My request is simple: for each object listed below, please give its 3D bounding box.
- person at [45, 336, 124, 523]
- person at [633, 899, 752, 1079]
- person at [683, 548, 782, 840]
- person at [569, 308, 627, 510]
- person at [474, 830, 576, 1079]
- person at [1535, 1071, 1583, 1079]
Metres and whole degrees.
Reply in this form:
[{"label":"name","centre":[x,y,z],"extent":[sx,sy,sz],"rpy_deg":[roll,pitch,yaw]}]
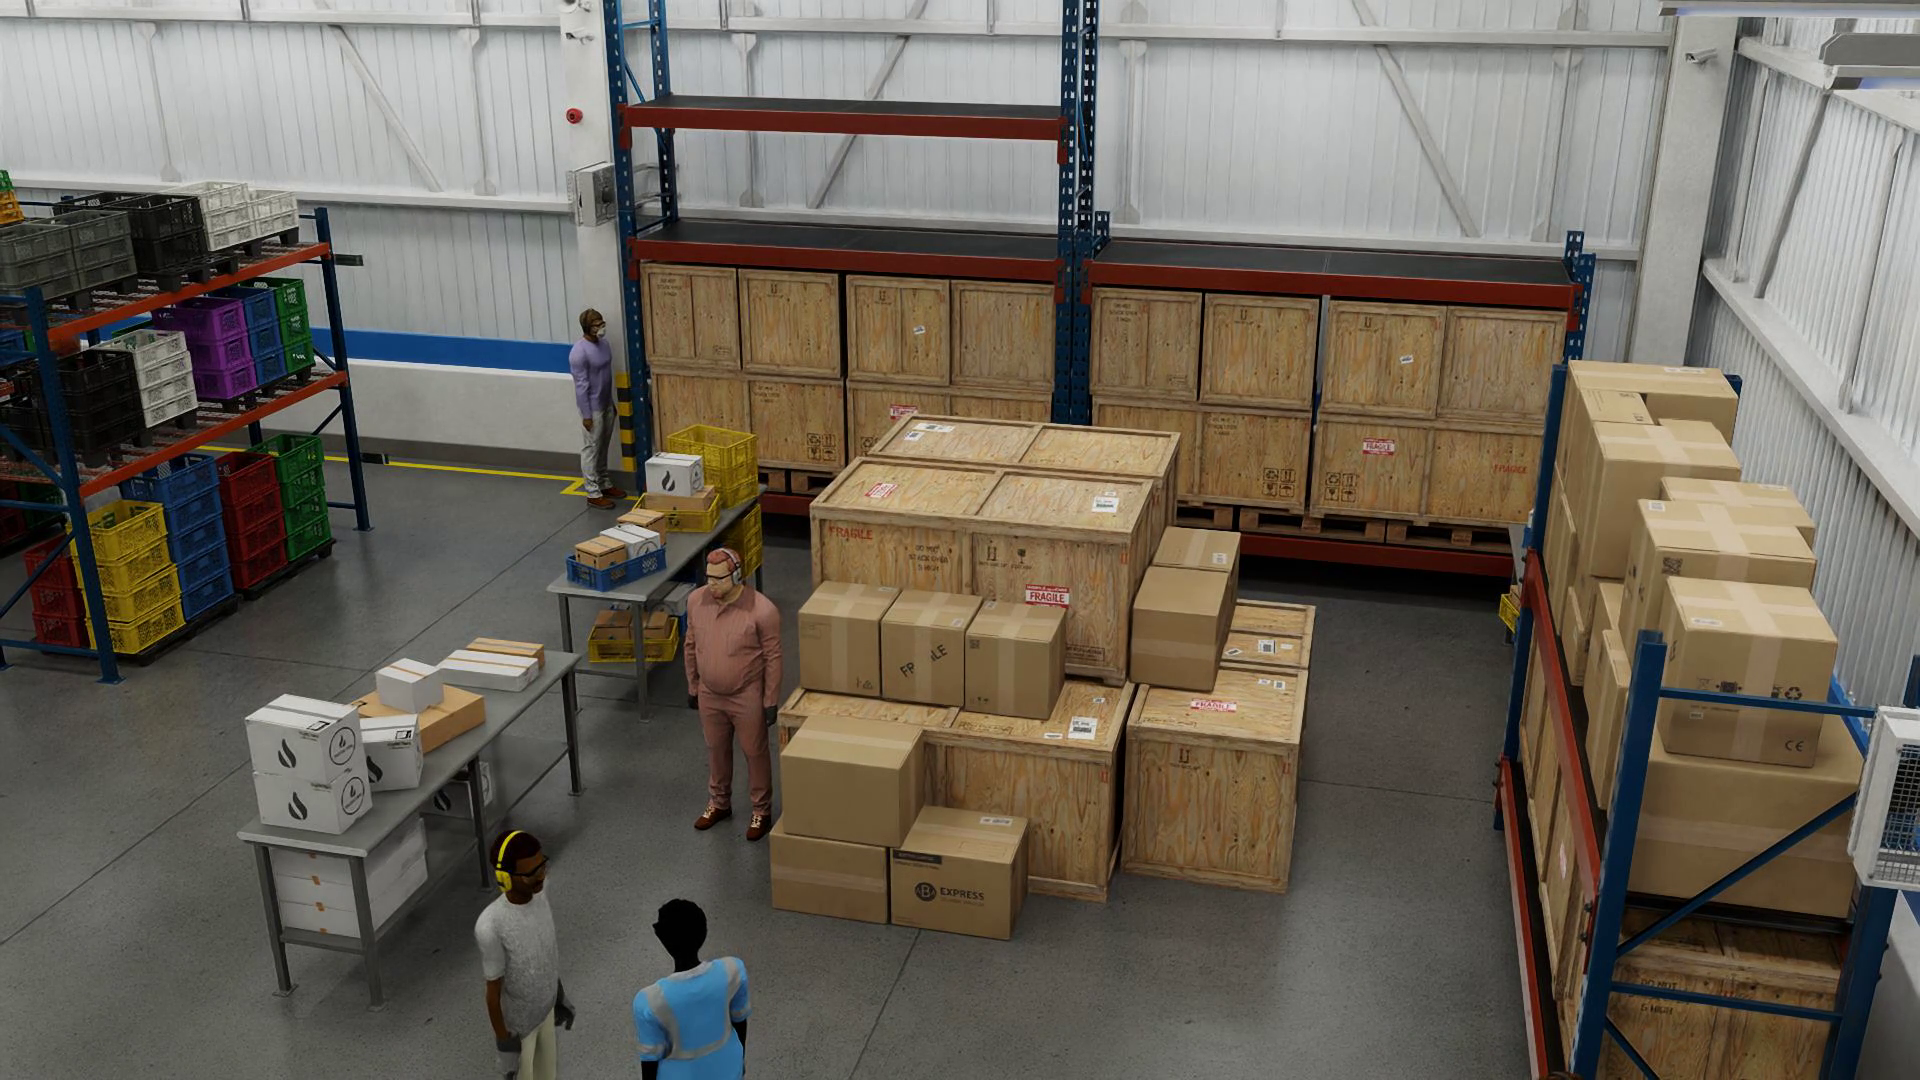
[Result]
[{"label":"person","centre":[-8.164,-0.991,15.431],"extent":[0.649,1.843,0.811],"rpy_deg":[-1,21,-2]},{"label":"person","centre":[-1.121,2.282,7.058],"extent":[0.533,1.692,0.319],"rpy_deg":[-15,25,-33]},{"label":"person","centre":[-1.415,0.946,10.260],"extent":[0.652,1.906,0.403],"rpy_deg":[8,22,20]},{"label":"person","centre":[-3.495,-1.277,16.029],"extent":[0.372,1.940,0.632],"rpy_deg":[4,21,11]},{"label":"person","centre":[-1.872,2.099,7.292],"extent":[0.326,1.874,0.518],"rpy_deg":[6,22,16]},{"label":"person","centre":[2.014,2.657,5.872],"extent":[0.429,1.844,0.626],"rpy_deg":[-13,25,-31]}]
